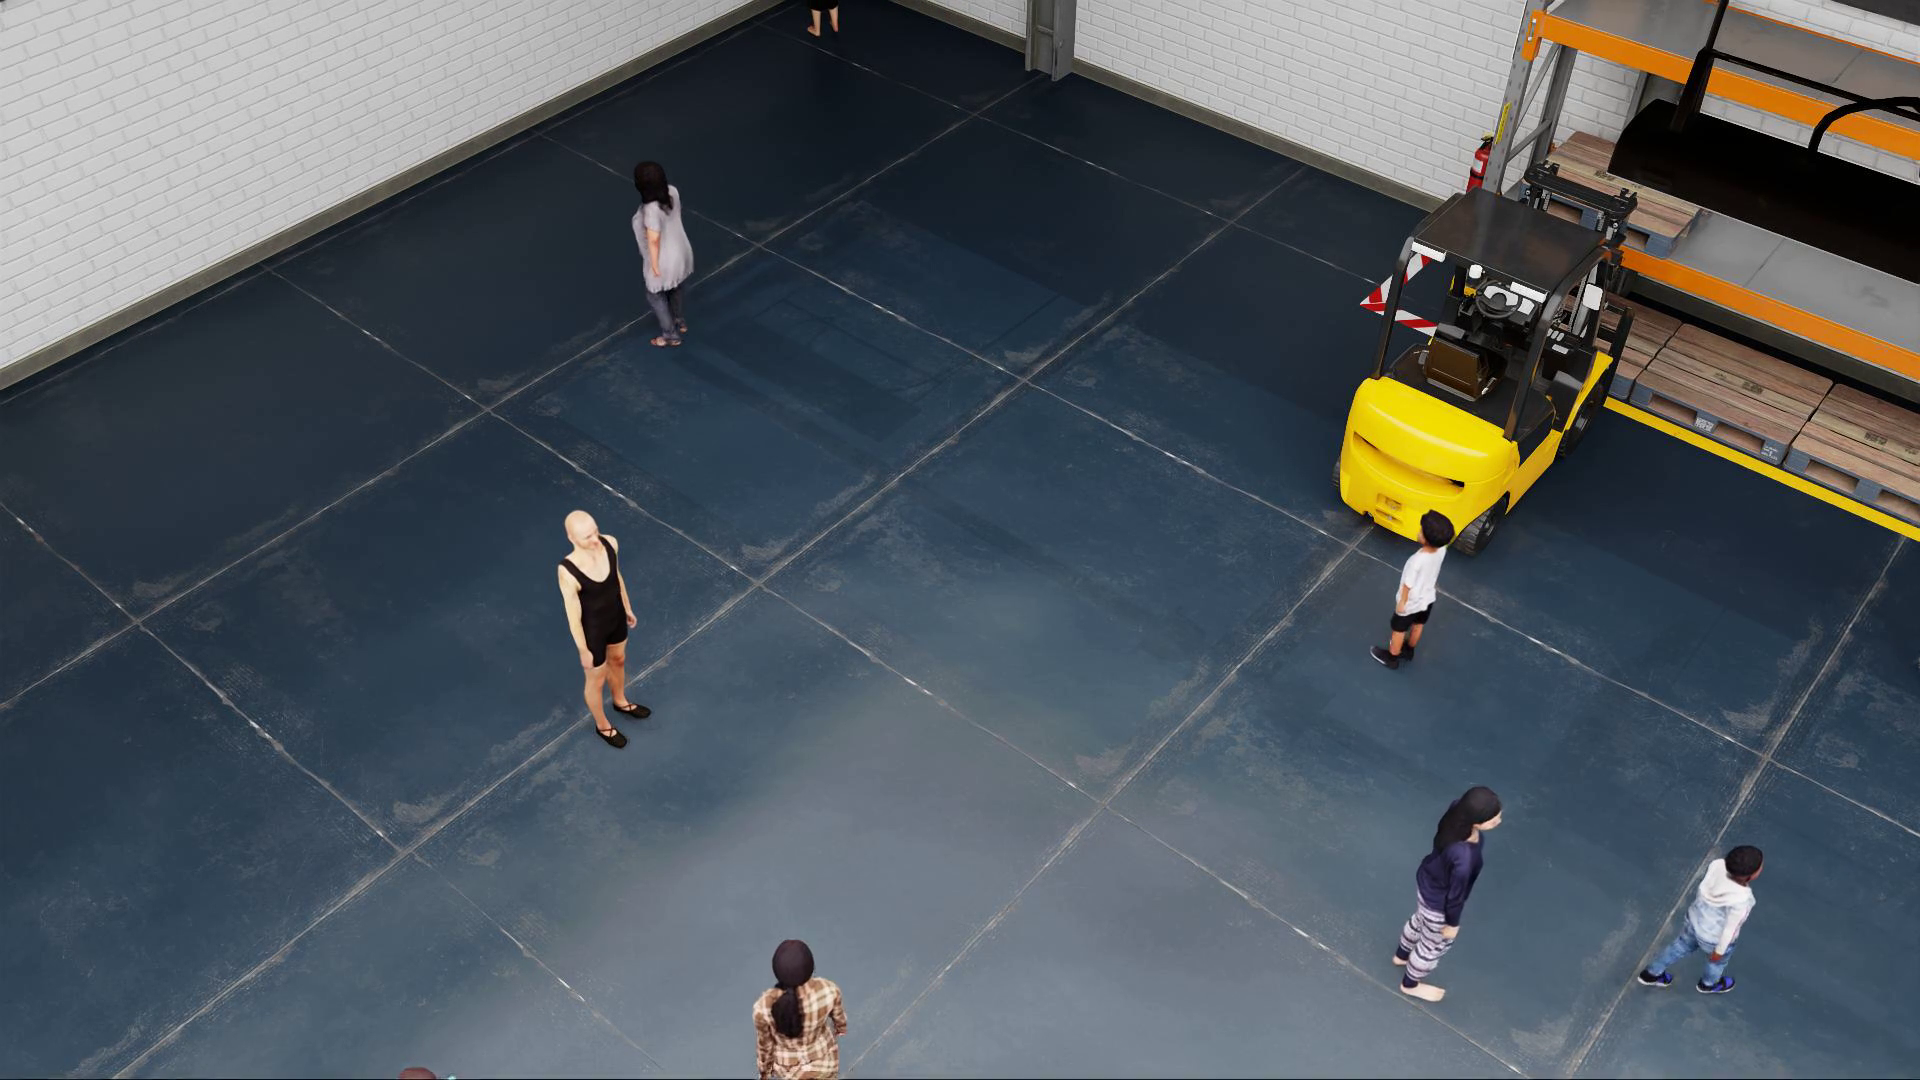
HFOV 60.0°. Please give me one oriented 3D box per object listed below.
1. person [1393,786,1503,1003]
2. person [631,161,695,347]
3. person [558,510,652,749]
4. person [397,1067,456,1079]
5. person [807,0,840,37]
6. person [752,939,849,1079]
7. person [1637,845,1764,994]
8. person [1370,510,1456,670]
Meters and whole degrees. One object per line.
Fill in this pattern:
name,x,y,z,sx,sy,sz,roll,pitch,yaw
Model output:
person,2.543,1.834,8.800,0.705,1.728,0.692,5,44,5
person,-2.308,-2.280,13.208,0.745,1.605,0.730,16,46,16
person,-2.198,0.507,10.130,0.588,1.815,0.680,20,47,20
person,-2.388,2.905,7.800,0.633,1.557,0.617,15,46,15
person,-1.459,-5.987,17.084,0.663,1.625,0.680,-19,47,-19
person,-0.743,2.584,7.994,0.998,1.755,1.102,-7,44,-8
person,3.988,2.052,8.918,0.809,1.250,0.779,-8,44,-9
person,2.962,0.337,10.713,0.542,1.258,0.546,-28,50,-26
